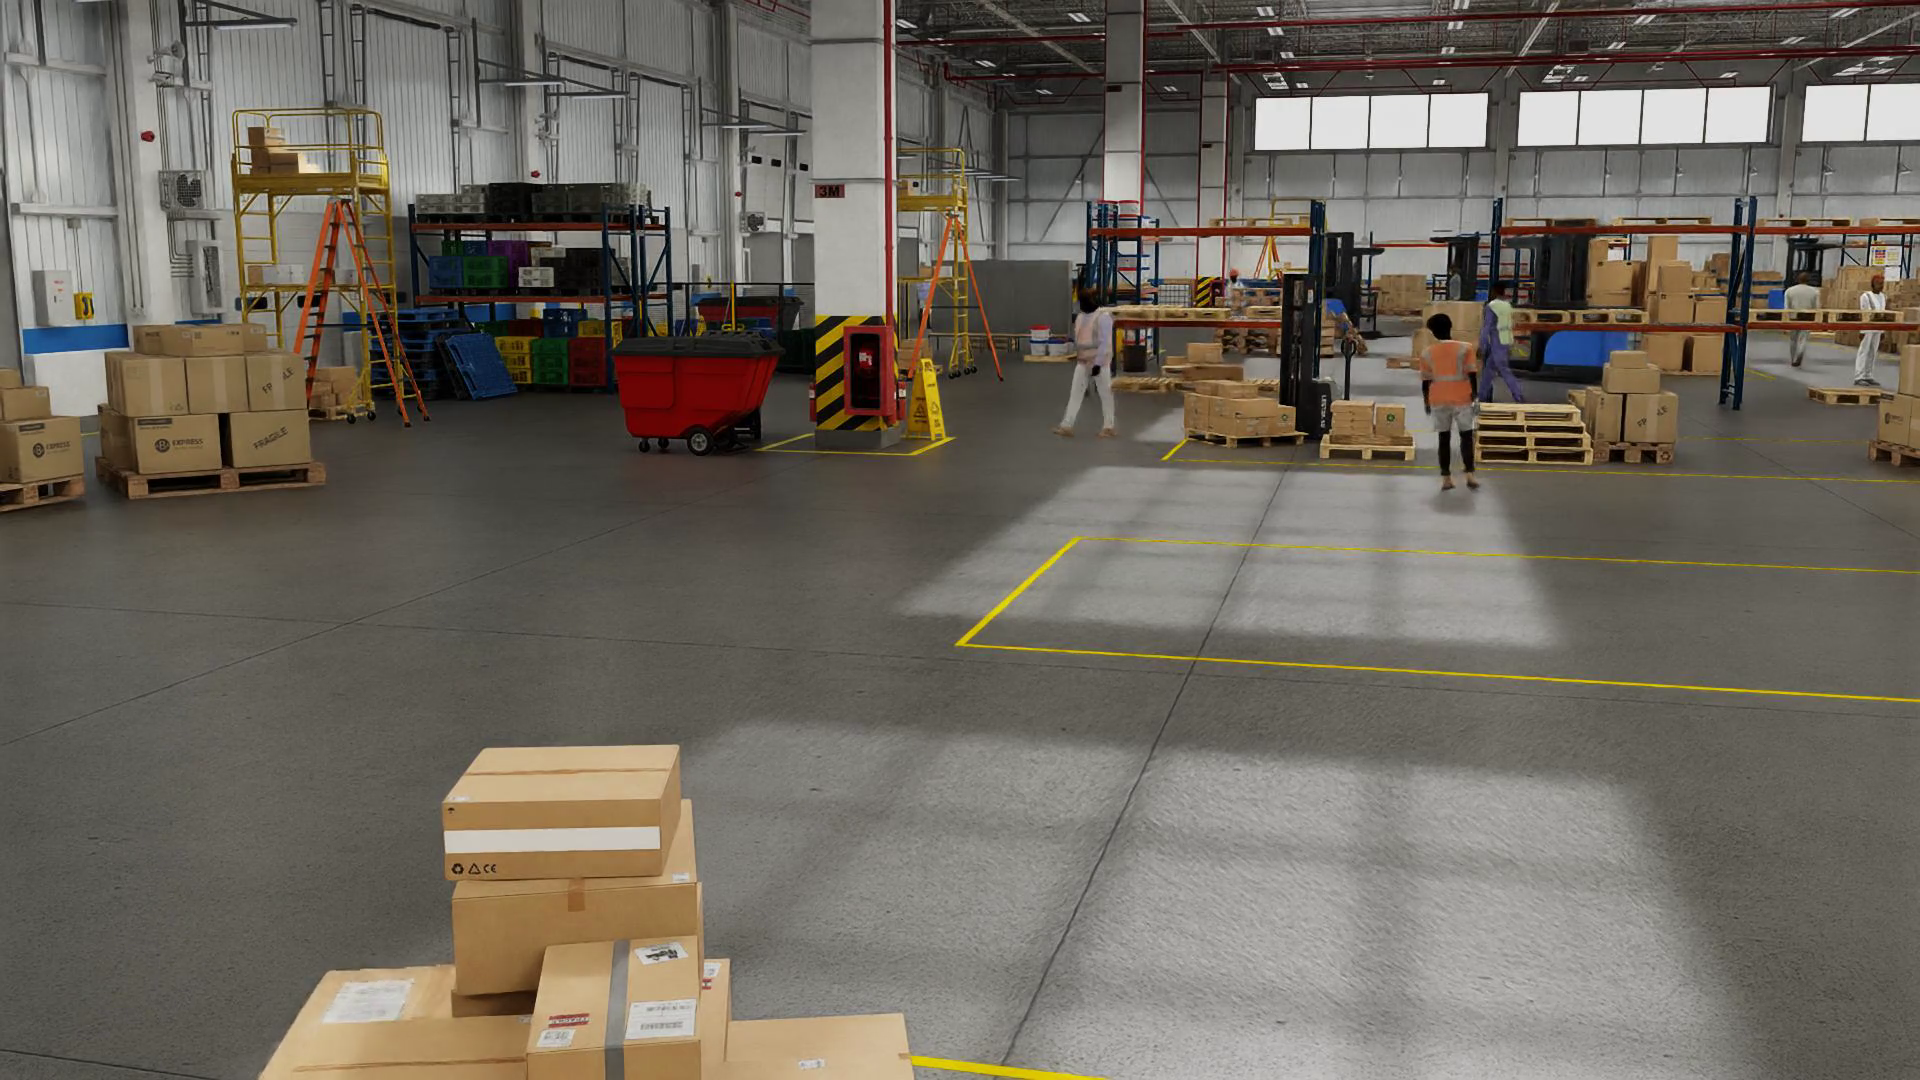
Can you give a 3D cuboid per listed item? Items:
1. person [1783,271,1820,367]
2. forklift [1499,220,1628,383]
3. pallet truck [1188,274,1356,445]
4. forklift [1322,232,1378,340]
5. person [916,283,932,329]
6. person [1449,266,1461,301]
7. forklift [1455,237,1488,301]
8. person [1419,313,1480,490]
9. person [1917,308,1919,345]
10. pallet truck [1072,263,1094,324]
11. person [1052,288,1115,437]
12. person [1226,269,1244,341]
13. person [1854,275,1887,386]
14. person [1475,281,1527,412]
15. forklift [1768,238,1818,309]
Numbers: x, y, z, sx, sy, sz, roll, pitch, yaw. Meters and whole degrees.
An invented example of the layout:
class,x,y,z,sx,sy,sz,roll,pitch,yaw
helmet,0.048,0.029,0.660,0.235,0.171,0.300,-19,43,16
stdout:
class,x,y,z,sx,sy,sz,roll,pitch,yaw
person,16.648,-4.369,32.961,0.641,1.921,0.755,5,11,27
forklift,10.704,-4.224,29.277,1.129,2.768,1.873,-9,13,-43
pallet truck,3.653,-2.138,19.590,1.885,1.965,0.823,-4,10,-20
forklift,9.862,-6.626,43.418,1.873,2.768,1.129,-3,10,-16
person,-1.057,-7.373,50.618,0.543,1.930,0.389,-4,11,-25
person,15.033,-7.369,50.584,0.358,1.931,0.628,5,11,27
forklift,15.950,-8.150,52.393,1.873,2.768,1.129,-2,10,-12
person,4.600,-1.302,15.651,0.594,1.653,0.380,5,11,28
person,13.823,-2.739,23.639,0.517,1.832,0.367,-2,10,-10
pallet truck,4.325,-8.180,55.162,0.823,1.965,1.885,6,11,31
person,1.530,-2.115,20.029,0.900,1.798,0.639,-8,12,-39
person,7.094,-6.063,43.040,0.558,1.890,0.977,9,13,43
person,15.519,-3.561,28.302,0.577,1.882,0.349,-4,11,-24
person,7.704,-2.749,23.647,0.980,1.854,0.596,8,13,40
forklift,28.458,-8.829,56.389,1.129,2.768,1.873,-1,10,-6
